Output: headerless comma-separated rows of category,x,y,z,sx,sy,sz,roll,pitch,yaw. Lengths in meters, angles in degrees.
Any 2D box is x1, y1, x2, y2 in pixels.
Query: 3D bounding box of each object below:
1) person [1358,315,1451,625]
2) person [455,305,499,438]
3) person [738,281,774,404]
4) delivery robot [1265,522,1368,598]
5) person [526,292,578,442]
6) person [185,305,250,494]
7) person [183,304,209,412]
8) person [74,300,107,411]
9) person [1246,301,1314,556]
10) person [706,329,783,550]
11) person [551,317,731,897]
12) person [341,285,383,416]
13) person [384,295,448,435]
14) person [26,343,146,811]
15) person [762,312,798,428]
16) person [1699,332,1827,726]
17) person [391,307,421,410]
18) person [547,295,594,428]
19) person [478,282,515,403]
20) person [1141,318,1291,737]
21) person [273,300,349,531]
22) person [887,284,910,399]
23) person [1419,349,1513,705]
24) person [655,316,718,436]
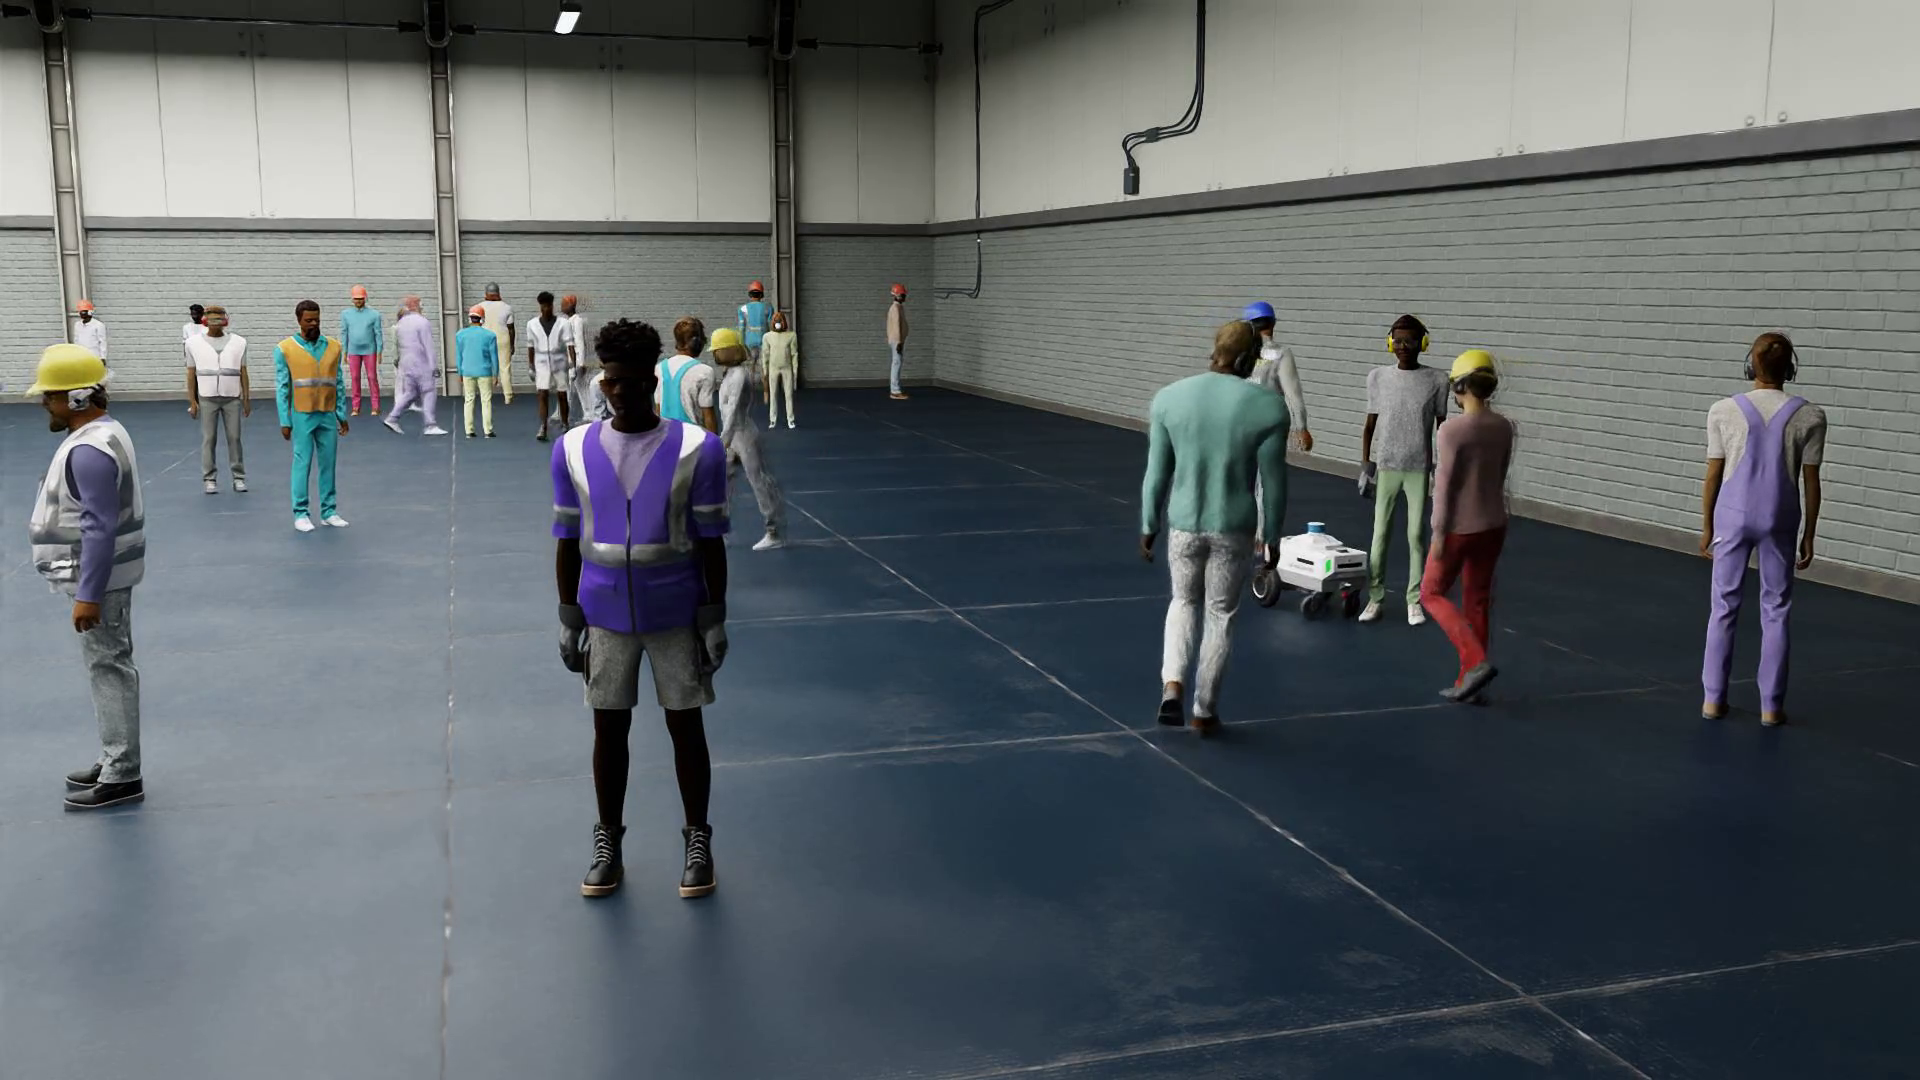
person,2.673,-0.417,10.014,0.534,1.868,0.309,3,9,19
person,-6.329,-2.209,21.858,0.558,1.744,0.345,0,9,-1
person,-3.370,-3.272,27.679,0.607,2.044,0.374,0,9,-3
delivery robot,2.219,0.133,10.382,0.477,0.478,0.707,-4,10,-24
person,-5.240,-2.224,21.399,0.653,1.906,0.936,-1,9,-6
person,-7.203,-1.365,16.182,0.560,1.837,0.387,-6,11,-33
person,-11.893,-2.842,26.038,0.529,1.694,0.321,0,9,-3
person,-13.650,-2.879,26.086,0.564,1.753,0.336,3,9,17
person,2.320,-0.835,12.547,0.446,1.917,0.785,-7,11,-36
person,-1.759,-0.751,12.670,0.880,1.687,0.509,-3,10,-21
person,-1.062,0.238,5.572,0.603,1.957,0.386,0,9,2
person,-9.118,-2.879,25.371,0.605,1.986,0.405,-1,9,-6
person,-7.259,-2.312,22.131,0.637,1.873,0.698,-8,12,-41
person,-3.433,0.142,6.574,0.404,1.830,0.588,-4,10,-24
person,-2.502,-2.362,23.204,0.498,1.627,0.280,-1,9,-3
person,3.731,-0.046,7.774,0.501,1.838,0.341,4,10,24
person,-8.733,-2.841,26.209,0.311,1.638,0.523,5,10,27
person,-5.522,-2.487,23.258,0.869,1.855,0.585,-3,9,-20
person,-7.781,-3.300,27.863,0.684,2.000,0.538,-1,9,-6
person,1.146,-0.045,7.498,0.660,1.910,0.455,3,10,20
person,-5.400,-1.036,13.848,0.390,1.910,0.606,7,11,37
person,-1.073,-3.458,29.021,0.389,1.993,0.648,-1,9,-5
person,2.483,-0.048,8.087,0.529,1.745,0.440,-5,10,-31
person,-1.822,-0.579,11.174,0.512,1.835,0.359,5,10,30
